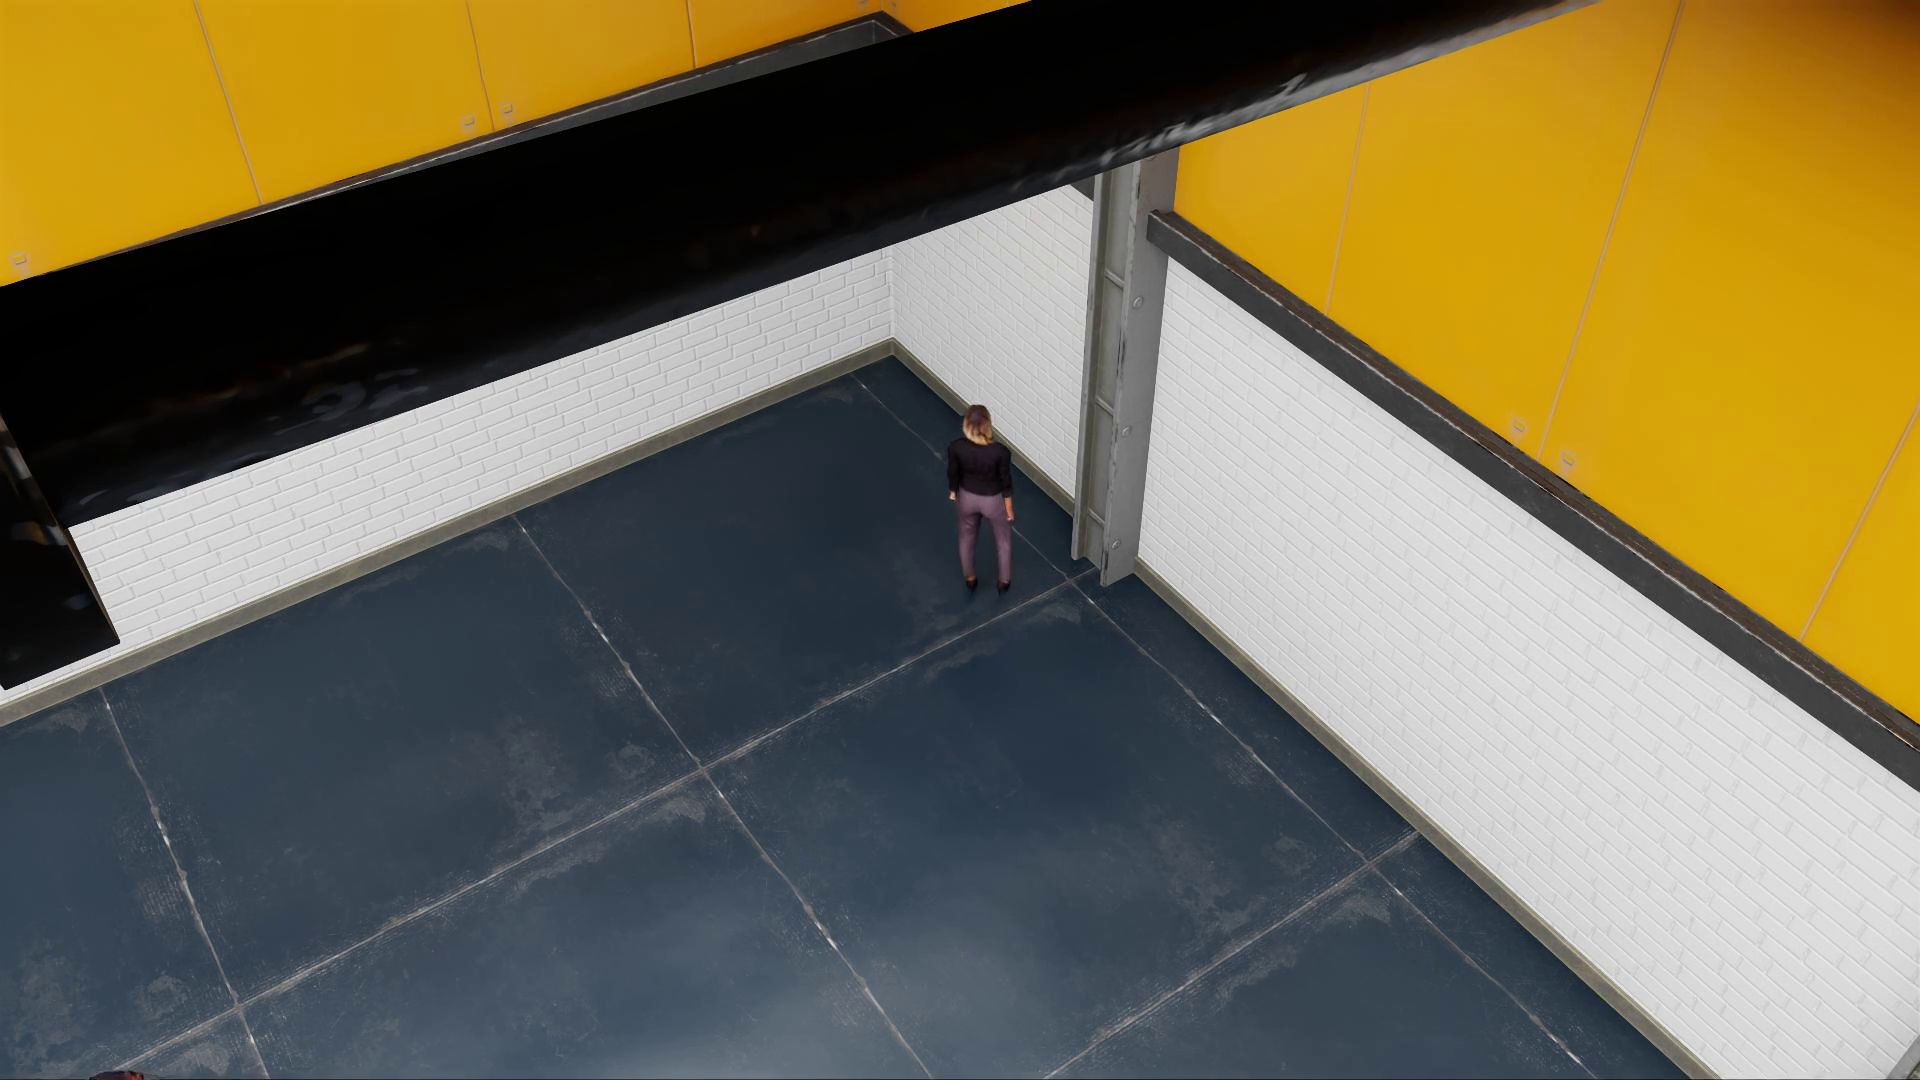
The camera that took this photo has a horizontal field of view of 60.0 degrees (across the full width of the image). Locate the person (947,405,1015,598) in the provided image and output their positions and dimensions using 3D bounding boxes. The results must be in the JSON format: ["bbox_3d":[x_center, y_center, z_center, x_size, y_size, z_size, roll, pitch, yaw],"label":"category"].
[{"bbox_3d":[0.128,-0.203,11.301,0.686,1.664,0.753,9,44,9],"label":"person"}]
